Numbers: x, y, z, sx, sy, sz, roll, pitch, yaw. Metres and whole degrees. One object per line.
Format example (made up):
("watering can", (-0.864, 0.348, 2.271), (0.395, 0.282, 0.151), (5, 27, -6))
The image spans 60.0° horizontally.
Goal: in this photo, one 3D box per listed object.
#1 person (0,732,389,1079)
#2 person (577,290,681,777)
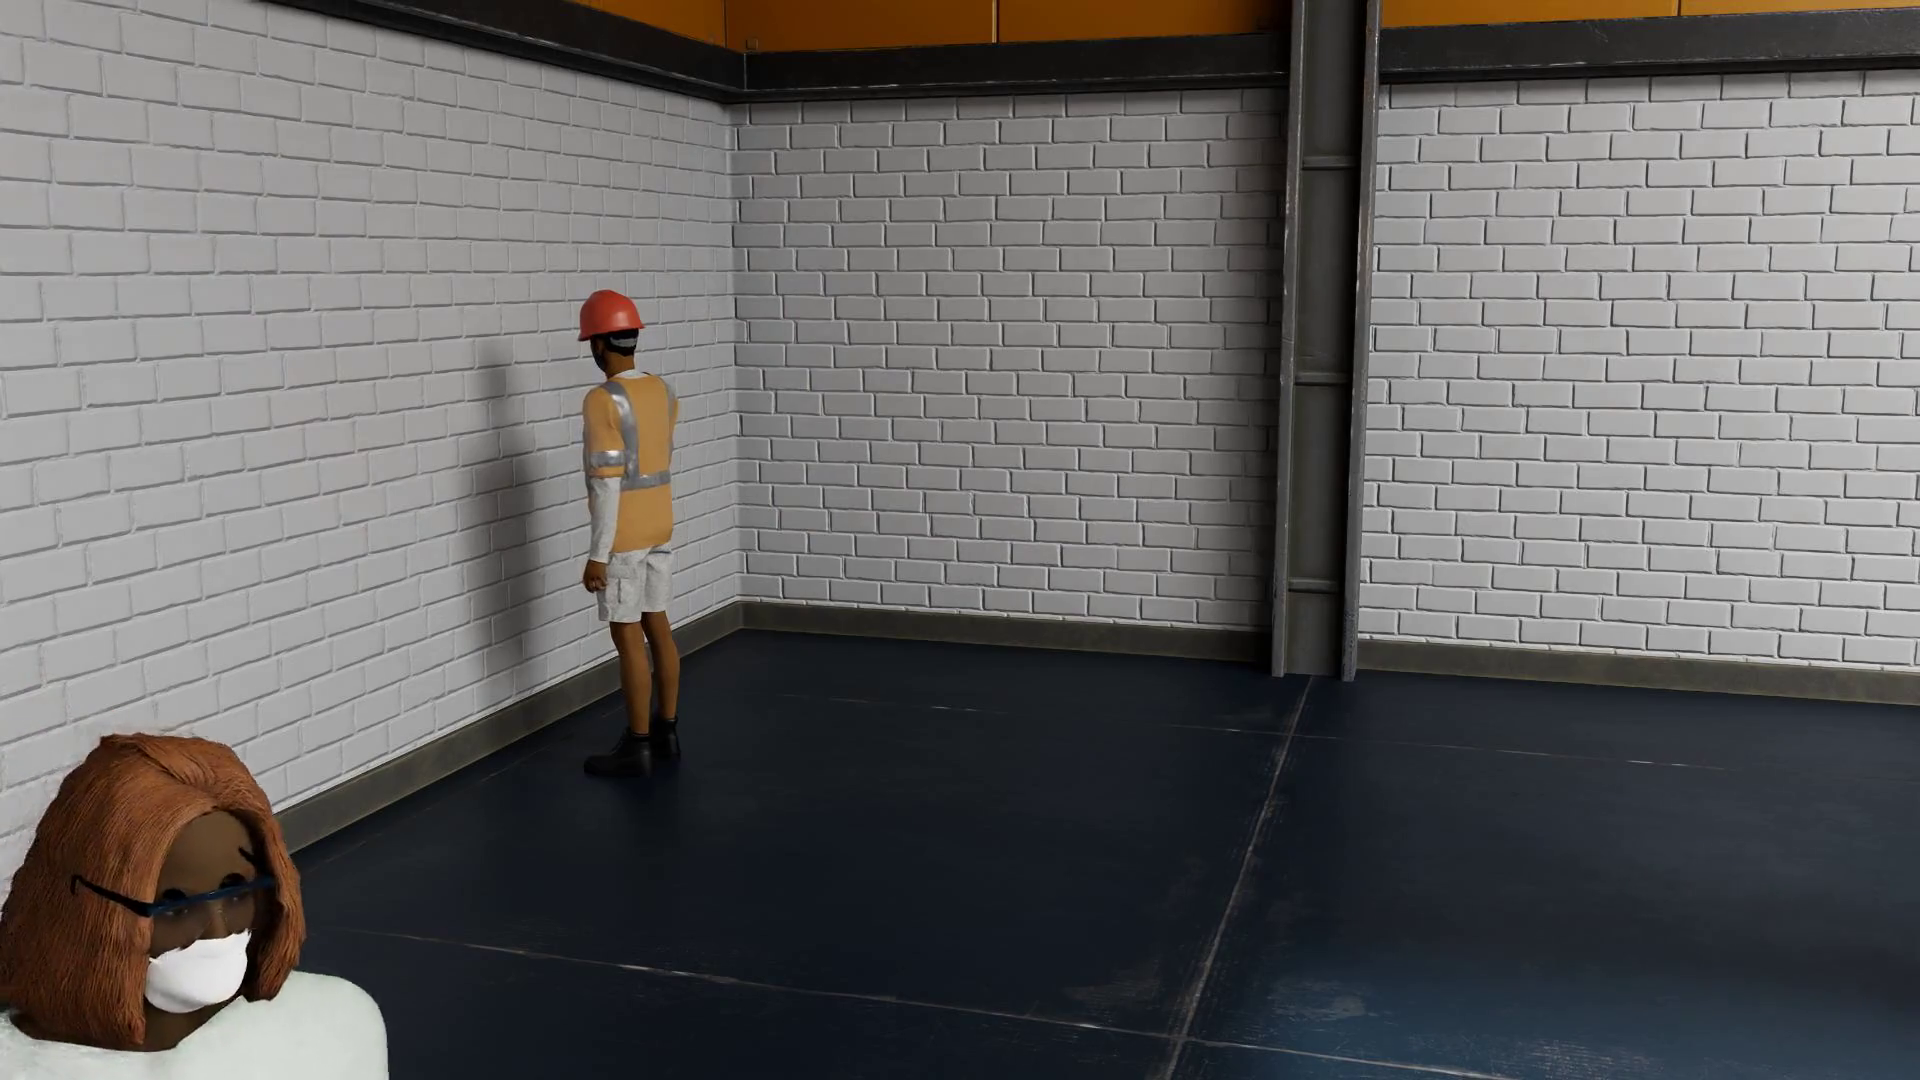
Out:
("person", (-0.818, 0.953, 1.664), (0.507, 1.607, 0.664), (-8, 12, -40))
("person", (-1.337, -0.019, 6.622), (0.376, 1.932, 0.543), (3, 10, 20))
